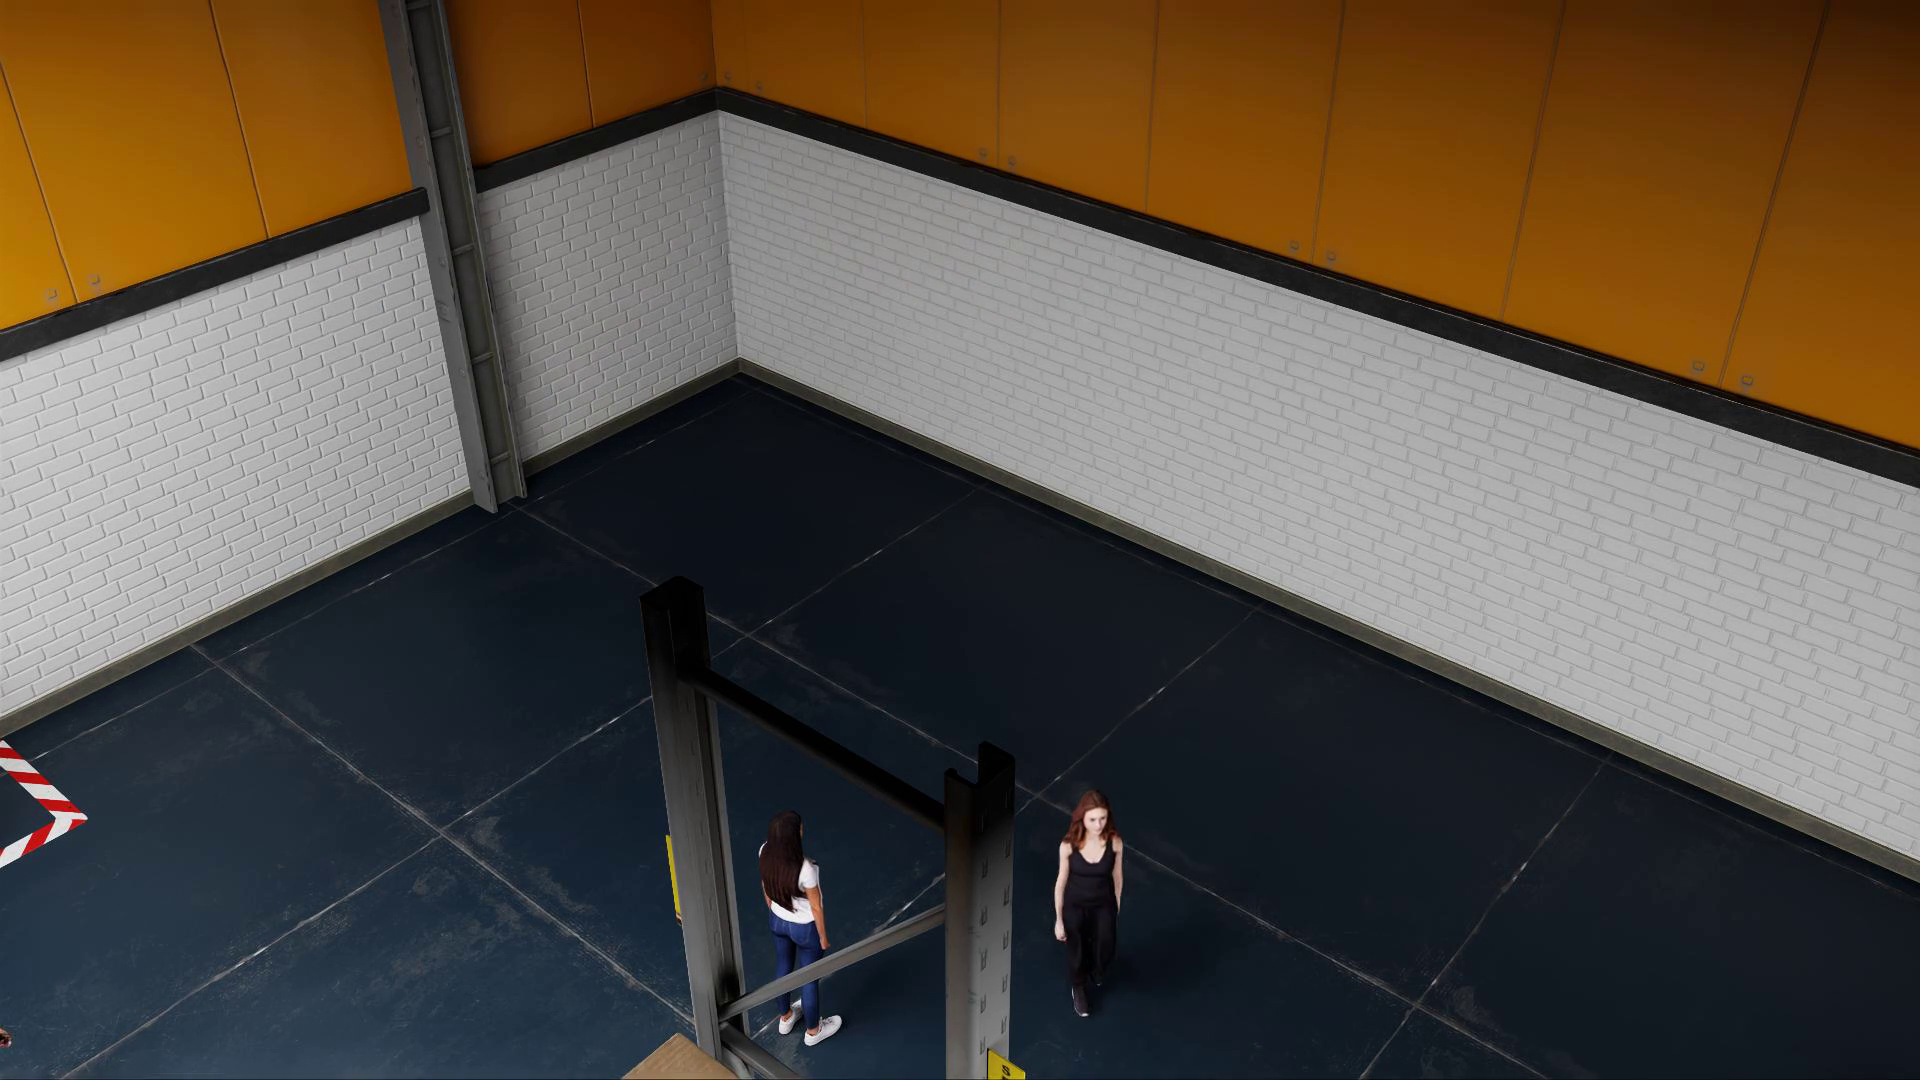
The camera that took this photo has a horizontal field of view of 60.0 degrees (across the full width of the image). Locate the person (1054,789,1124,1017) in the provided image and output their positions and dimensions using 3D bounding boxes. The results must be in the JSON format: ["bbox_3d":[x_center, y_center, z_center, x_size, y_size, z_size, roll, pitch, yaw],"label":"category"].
[{"bbox_3d":[0.748,2.126,10.026,0.782,1.735,0.841,-3,34,-5],"label":"person"}]

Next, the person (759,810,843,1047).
[{"bbox_3d":[-0.968,2.273,9.769,0.600,1.775,0.523,22,39,29],"label":"person"}]
